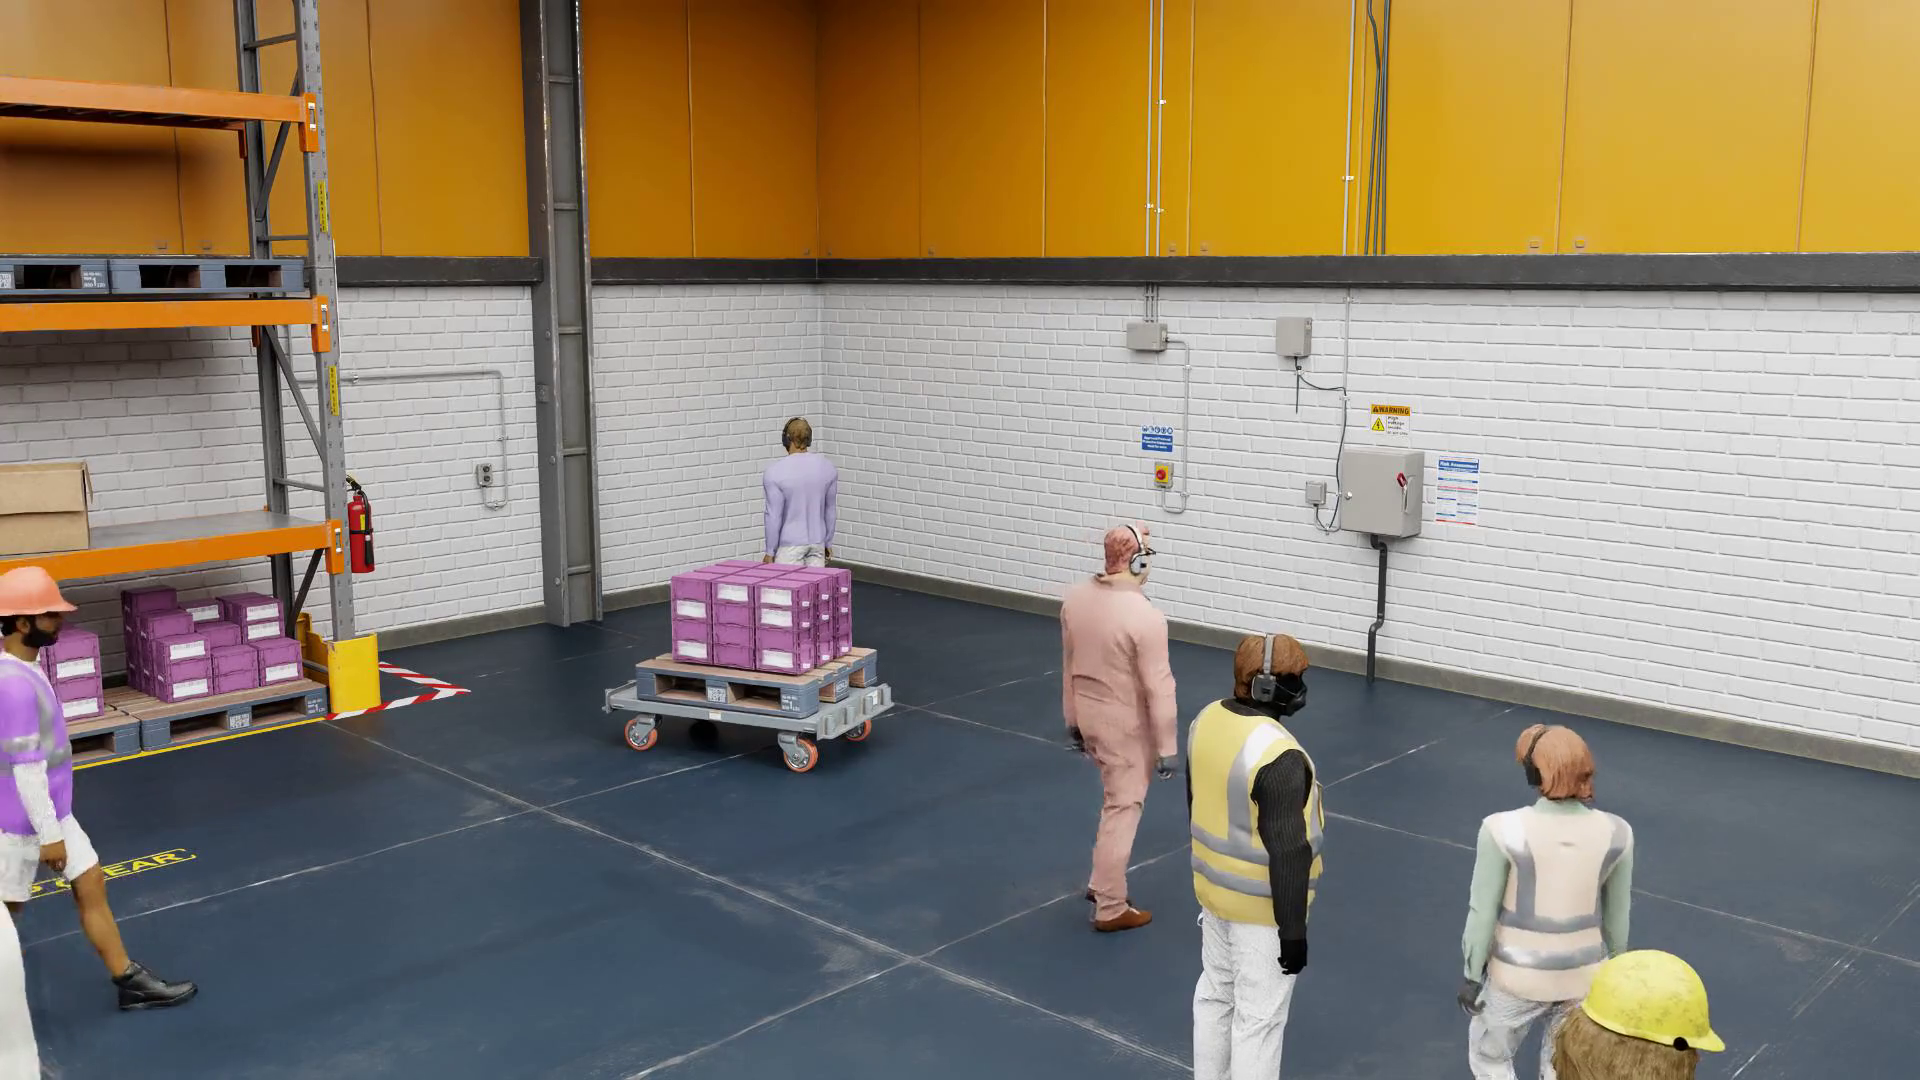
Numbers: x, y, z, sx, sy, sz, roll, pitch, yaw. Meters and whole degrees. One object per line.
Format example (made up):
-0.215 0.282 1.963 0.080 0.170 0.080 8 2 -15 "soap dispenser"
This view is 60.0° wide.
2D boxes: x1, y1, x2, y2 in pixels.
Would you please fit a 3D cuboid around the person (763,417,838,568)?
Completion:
-1.204 0.046 12.457 0.631 1.939 0.369 -8 12 -39 "person"

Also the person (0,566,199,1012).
-3.639 1.041 6.530 0.977 1.890 0.560 -4 10 -24 "person"

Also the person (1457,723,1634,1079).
1.834 1.381 5.193 0.546 1.626 0.403 -1 9 -5 "person"

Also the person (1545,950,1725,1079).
1.290 1.643 3.281 0.311 1.737 0.483 -1 9 -9 "person"

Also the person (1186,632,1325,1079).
0.999 1.214 5.599 0.429 1.839 0.630 -3 10 -18 "person"

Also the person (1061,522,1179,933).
0.788 0.856 7.615 0.509 1.892 0.672 -6 11 -30 "person"

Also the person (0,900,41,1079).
-2.393 1.482 3.759 0.933 1.897 0.672 -3 10 -20 "person"
